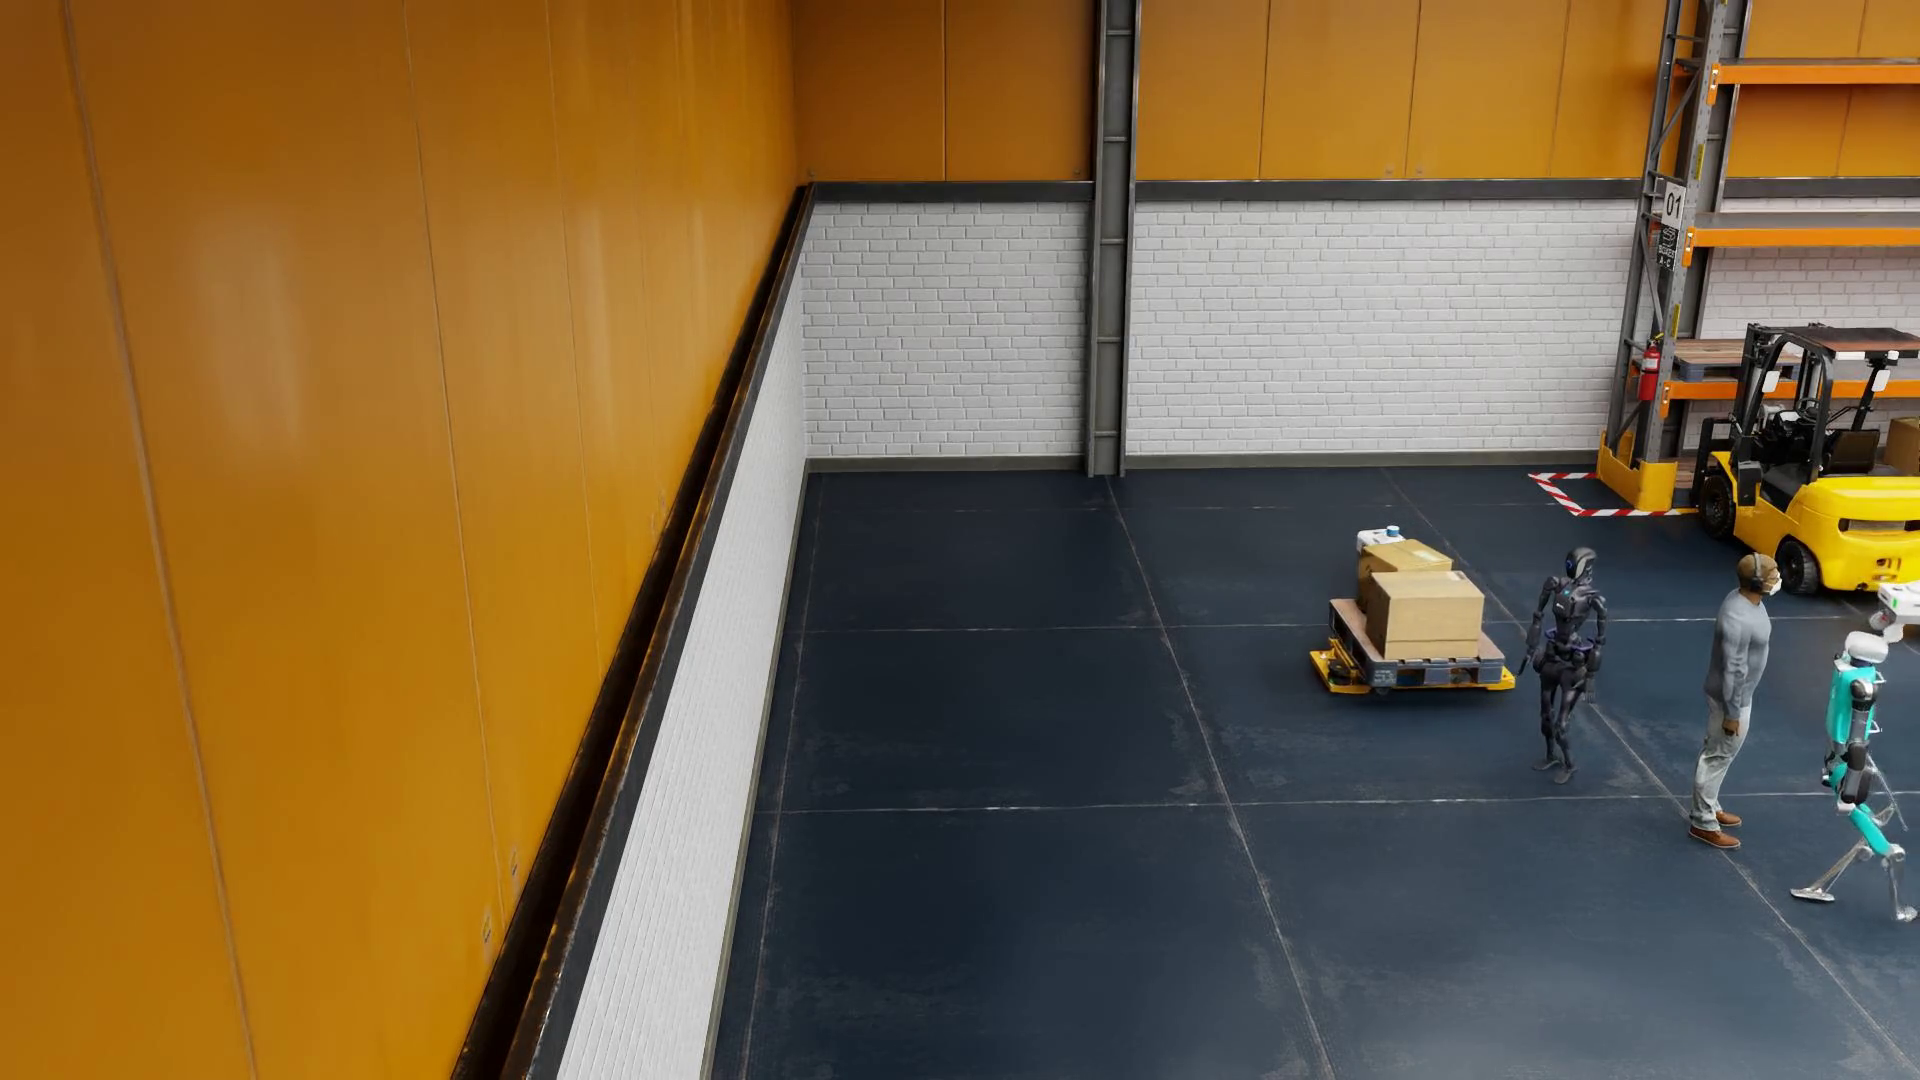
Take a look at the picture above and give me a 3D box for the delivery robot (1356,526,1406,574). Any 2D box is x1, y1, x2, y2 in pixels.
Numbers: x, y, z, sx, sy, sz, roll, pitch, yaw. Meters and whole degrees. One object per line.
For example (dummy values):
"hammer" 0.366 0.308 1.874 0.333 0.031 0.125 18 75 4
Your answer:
"delivery robot" 3.813 0.192 14.646 0.520 0.614 0.785 -6 21 -15

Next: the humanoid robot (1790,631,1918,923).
"humanoid robot" 5.373 1.443 9.654 0.788 1.873 0.534 5 21 14

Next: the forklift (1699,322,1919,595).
"forklift" 7.809 -0.792 14.926 1.214 2.155 2.313 -1 20 -2

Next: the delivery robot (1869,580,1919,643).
"delivery robot" 7.939 0.570 13.622 0.815 0.614 0.499 2 20 5

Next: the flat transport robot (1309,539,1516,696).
"flat transport robot" 3.507 0.967 12.930 1.431 0.231 0.659 -1 20 -3

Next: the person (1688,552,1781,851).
"person" 4.868 0.992 10.455 0.367 1.939 0.634 10 23 25

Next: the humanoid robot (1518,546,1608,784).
"humanoid robot" 4.098 0.826 11.267 0.331 1.651 0.602 -13 24 -30
